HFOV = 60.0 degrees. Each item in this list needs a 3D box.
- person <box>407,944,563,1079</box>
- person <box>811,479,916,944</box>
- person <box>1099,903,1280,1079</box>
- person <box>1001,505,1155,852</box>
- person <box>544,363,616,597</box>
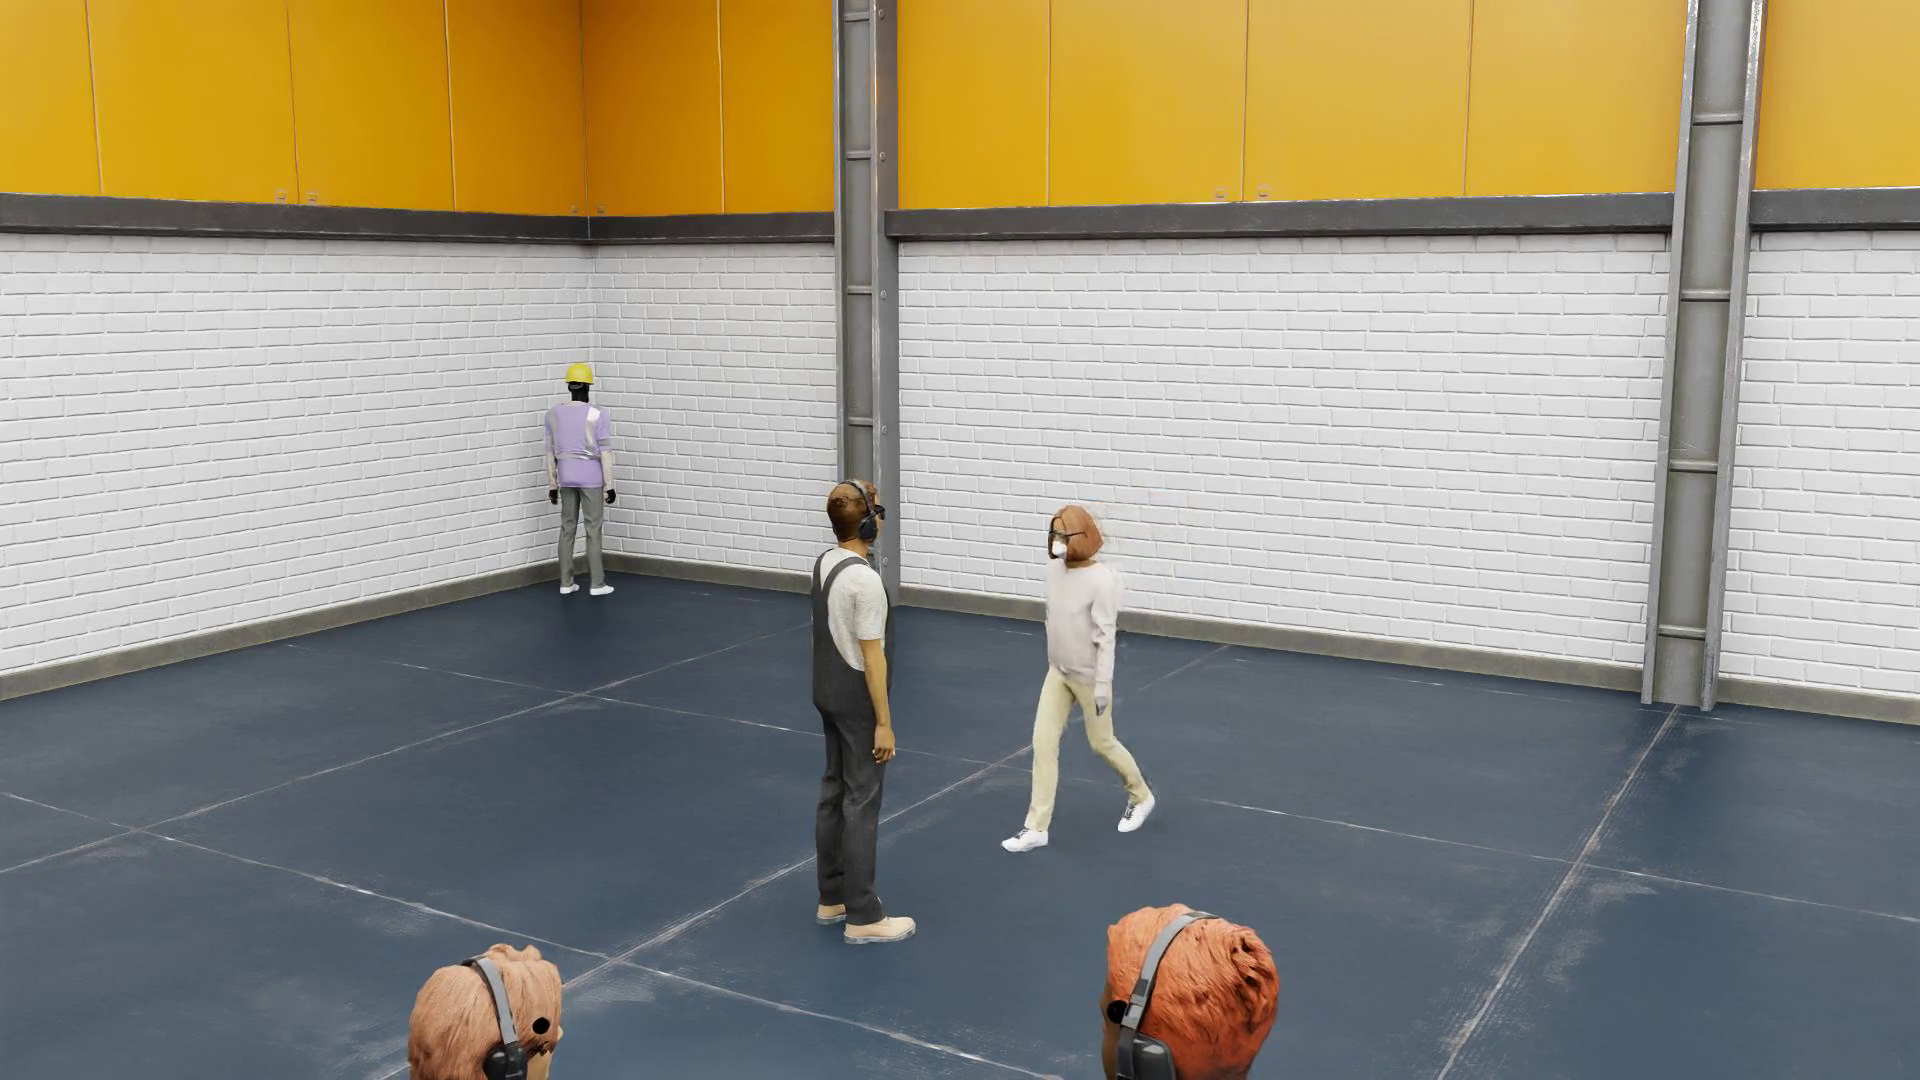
[{"bbox_3d":[-0.704,1.425,2.569,0.311,1.642,0.512,-9,13,-44],"label":"person"},{"bbox_3d":[-0.407,0.675,6.611,0.335,1.846,0.513,-5,10,-29],"label":"person"},{"bbox_3d":[0.292,1.376,2.120,0.339,1.882,0.584,7,11,37],"label":"person"},{"bbox_3d":[0.591,0.622,7.711,0.819,1.595,0.531,-6,11,-35],"label":"person"},{"bbox_3d":[-3.110,-0.492,13.673,0.588,1.919,0.389,3,9,16],"label":"person"}]
